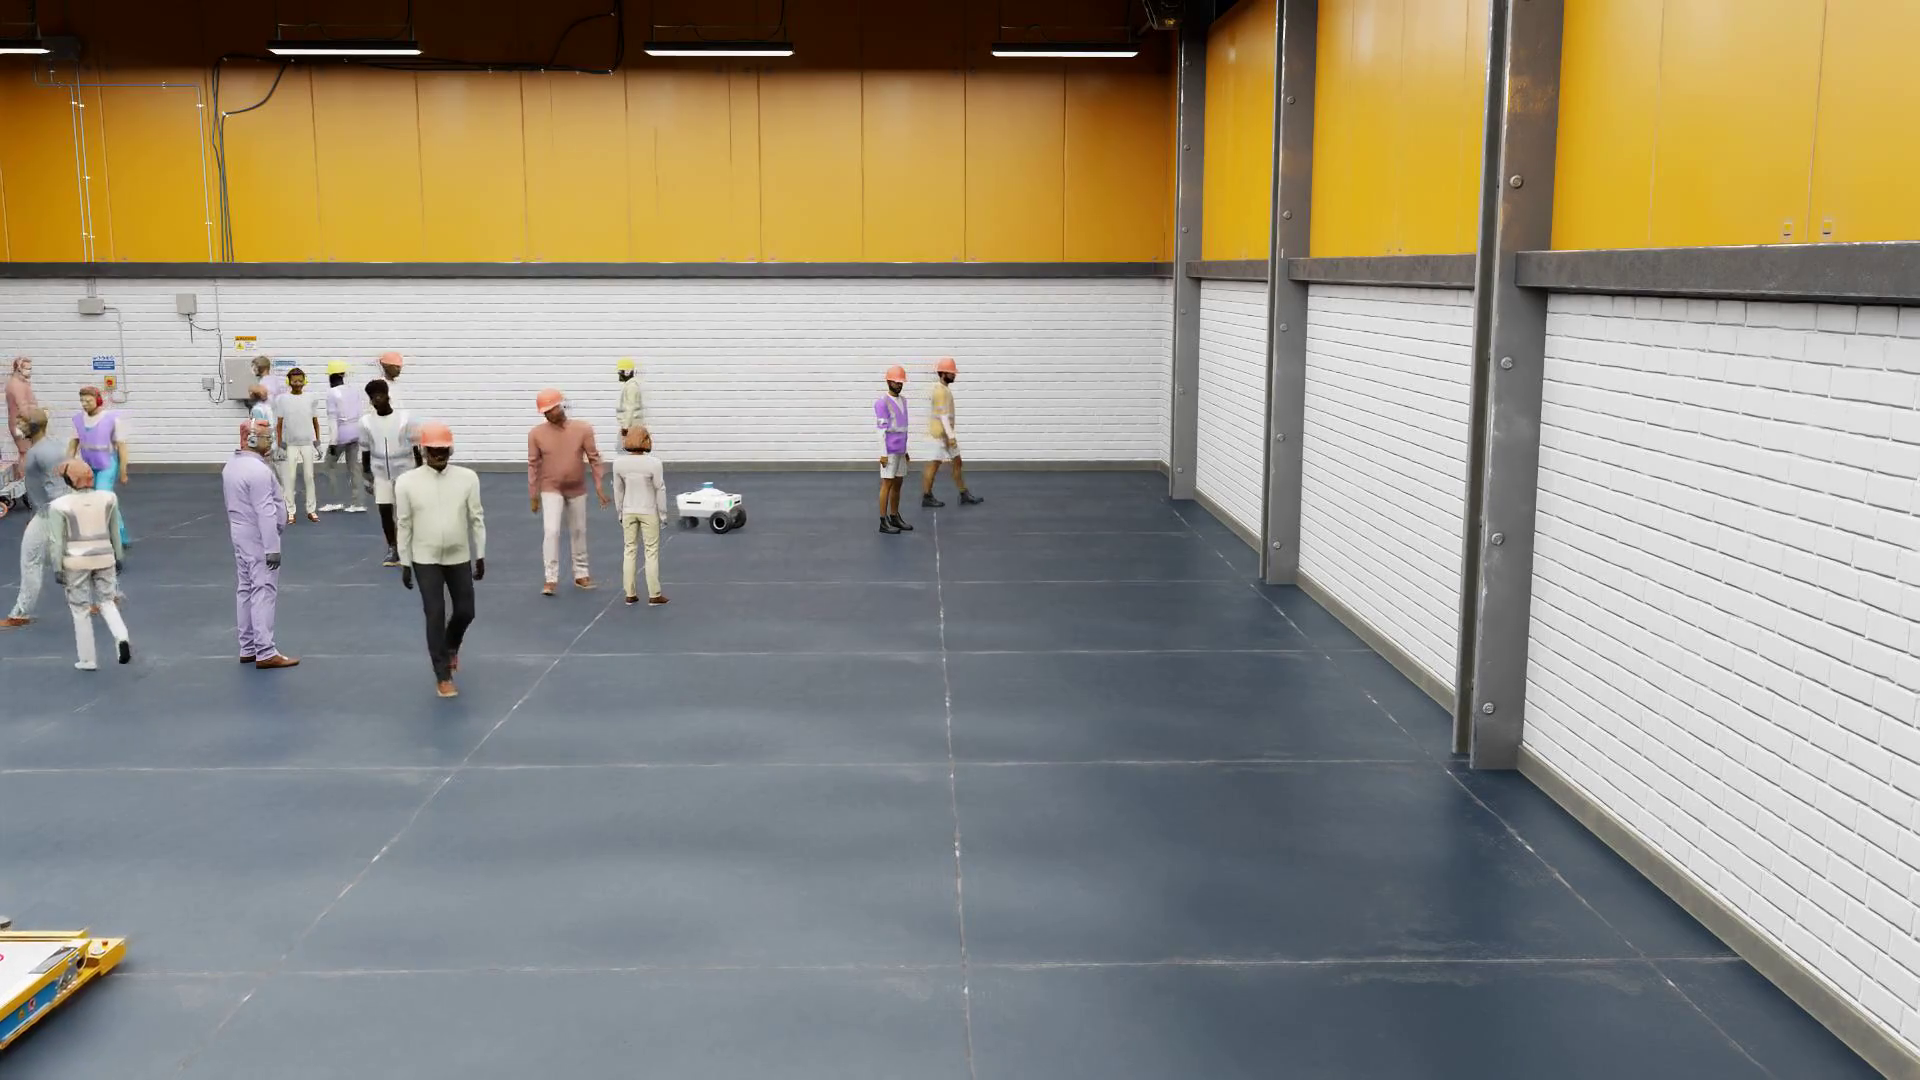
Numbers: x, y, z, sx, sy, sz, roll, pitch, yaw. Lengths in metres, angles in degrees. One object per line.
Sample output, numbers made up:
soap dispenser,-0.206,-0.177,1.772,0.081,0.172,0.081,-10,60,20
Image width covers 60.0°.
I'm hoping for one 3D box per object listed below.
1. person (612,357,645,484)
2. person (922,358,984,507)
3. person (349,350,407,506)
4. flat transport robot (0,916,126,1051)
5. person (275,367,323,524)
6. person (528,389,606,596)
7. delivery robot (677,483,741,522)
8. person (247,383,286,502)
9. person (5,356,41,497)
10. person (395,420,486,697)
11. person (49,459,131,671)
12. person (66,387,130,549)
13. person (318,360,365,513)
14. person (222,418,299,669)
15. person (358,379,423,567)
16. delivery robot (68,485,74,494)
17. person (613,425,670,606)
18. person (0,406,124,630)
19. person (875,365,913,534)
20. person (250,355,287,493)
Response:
person,-4.662,-1.636,23.153,0.636,1.808,0.633,-2,9,-12
person,-0.096,-1.342,21.074,0.895,1.899,0.565,2,9,12
person,-7.346,-1.416,21.199,0.766,2.014,0.611,2,9,10
flat transport robot,-3.976,1.839,6.560,0.652,0.197,1.431,0,9,0
person,-7.892,-1.129,19.873,0.509,1.872,0.329,-6,11,-32
person,-3.675,-0.448,15.522,0.686,1.937,0.677,-4,10,-22
delivery robot,-2.906,-0.421,19.262,0.707,0.478,0.477,2,10,15
person,-8.628,-1.138,20.667,0.432,1.622,0.529,-1,9,-7
person,-12.431,-1.502,22.147,0.422,1.874,0.666,-5,10,-26
person,-3.737,0.107,11.971,0.621,1.974,0.683,-5,11,-30
person,-6.510,0.198,12.476,0.462,1.620,0.531,8,12,39
person,-9.148,-0.711,17.542,0.564,1.789,0.961,3,10,17
person,-7.728,-1.277,20.653,0.710,1.899,0.621,3,10,17
person,-5.339,0.023,12.704,0.402,1.904,0.652,-9,13,-43
person,-5.803,-0.702,17.097,0.659,1.935,0.664,0,9,-3
delivery robot,-11.420,-0.717,21.080,0.707,0.478,0.477,-3,10,-16
person,-2.876,-0.220,15.010,0.500,1.636,0.286,2,10,14
person,-7.733,-0.211,14.191,1.018,1.896,0.649,-6,11,-31
person,-0.742,-1.043,19.142,0.354,1.934,0.552,5,11,29
person,-9.097,-1.436,21.621,0.761,1.911,0.655,-1,9,-8
